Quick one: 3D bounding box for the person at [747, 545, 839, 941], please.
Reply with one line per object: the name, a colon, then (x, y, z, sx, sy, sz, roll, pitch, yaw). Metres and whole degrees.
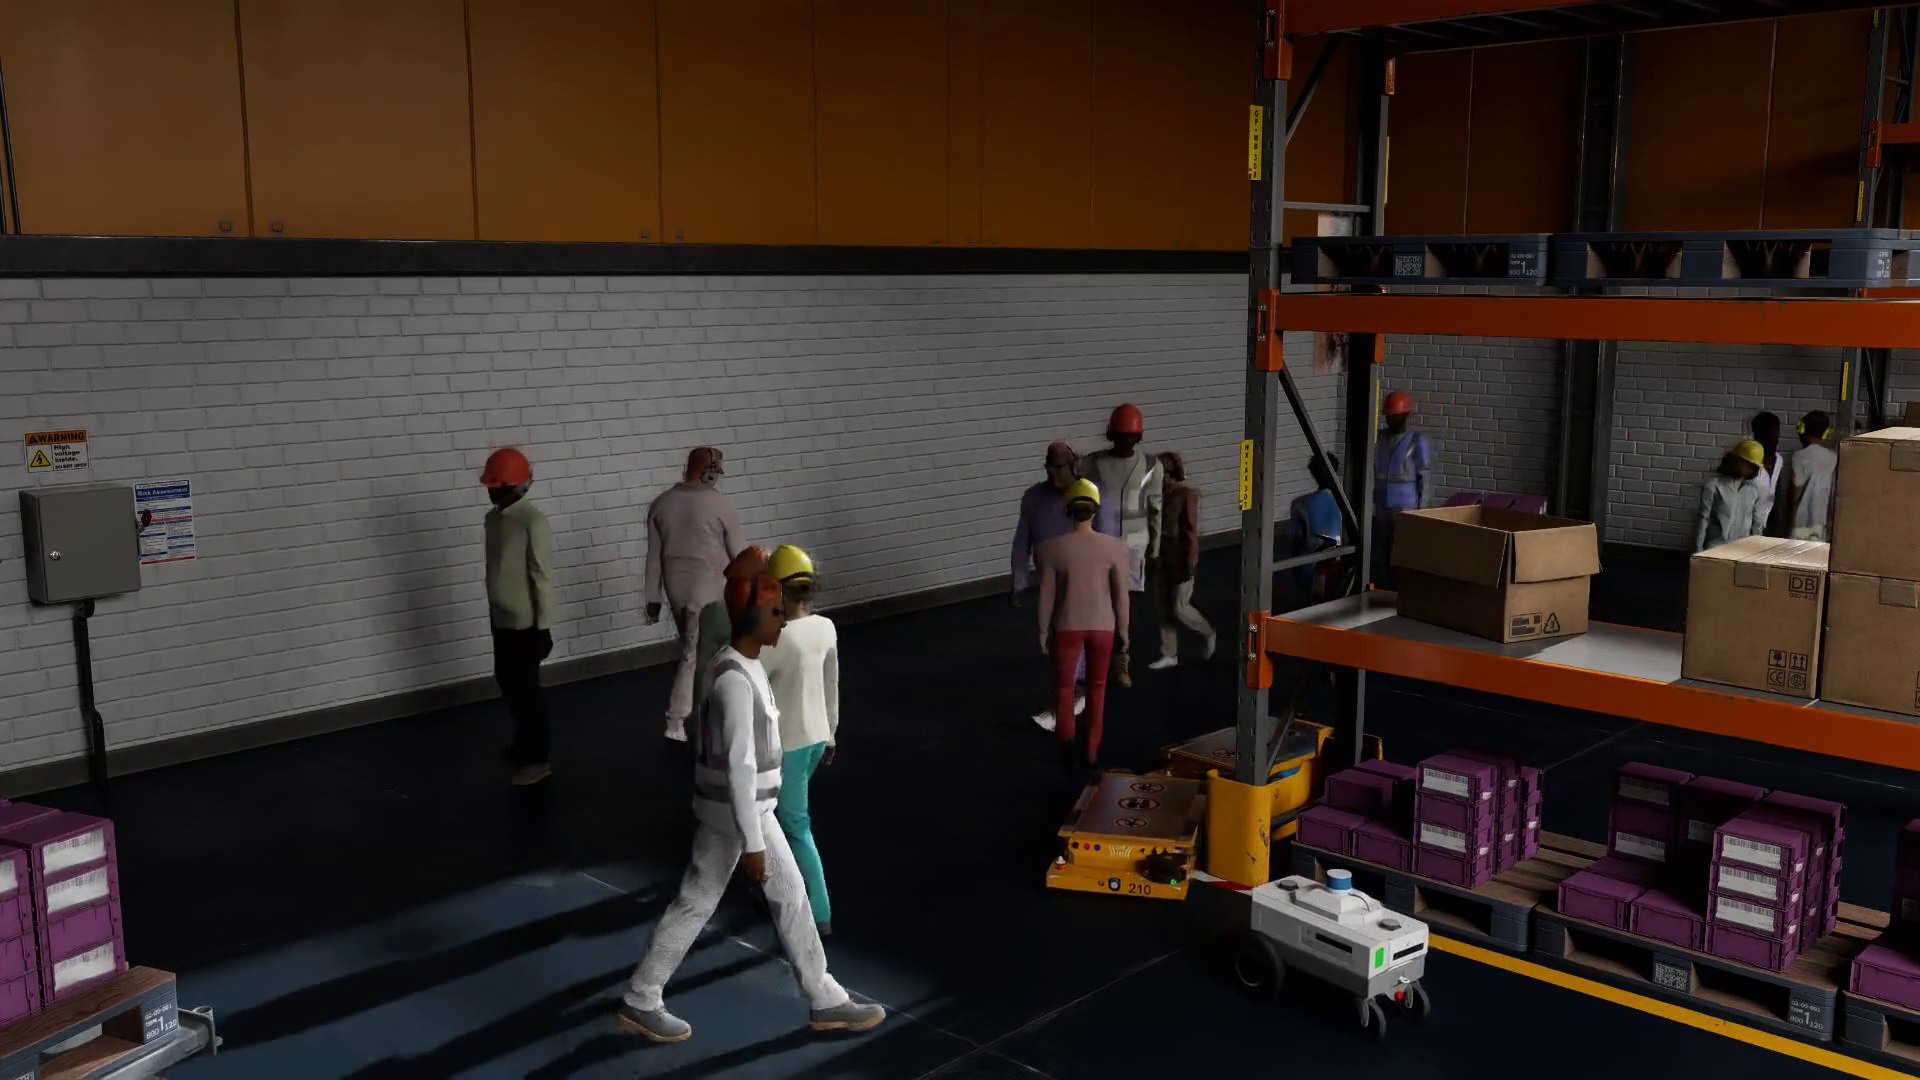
person: (-0.805, 0.897, 7.357, 0.666, 1.745, 0.541, 5, 11, 29)

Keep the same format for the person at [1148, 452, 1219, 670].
person: (1.631, 0.153, 12.231, 0.471, 1.620, 0.534, -5, 11, -29)

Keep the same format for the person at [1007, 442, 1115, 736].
person: (0.644, 0.298, 10.687, 0.647, 1.853, 1.038, 6, 11, 34)

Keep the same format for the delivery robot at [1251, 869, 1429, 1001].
delivery robot: (1.504, 1.556, 6.629, 0.477, 0.478, 0.707, -7, 11, -37)

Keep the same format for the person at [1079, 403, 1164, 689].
person: (1.126, 0.015, 11.896, 0.629, 2.019, 0.717, 0, 9, 0)

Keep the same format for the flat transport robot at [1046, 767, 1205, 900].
flat transport robot: (0.900, 1.453, 8.418, 0.652, 0.197, 1.431, 2, 10, 15)

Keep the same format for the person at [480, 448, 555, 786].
person: (-2.563, 0.430, 9.588, 0.508, 1.956, 0.794, -8, 12, -41)

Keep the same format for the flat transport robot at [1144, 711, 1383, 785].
flat transport robot: (1.774, 1.254, 9.635, 1.431, 0.197, 0.652, -8, 13, -42)

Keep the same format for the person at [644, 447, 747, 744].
person: (-1.662, 0.336, 10.510, 0.645, 1.844, 0.994, 4, 10, 25)

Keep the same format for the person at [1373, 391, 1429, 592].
person: (3.671, -0.309, 14.202, 0.570, 1.916, 0.624, 9, 13, 42)

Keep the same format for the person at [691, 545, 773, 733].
person: (-1.033, 0.830, 8.127, 0.581, 1.612, 0.407, -1, 9, -4)

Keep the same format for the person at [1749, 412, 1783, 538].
person: (6.153, -0.083, 13.006, 0.609, 1.863, 1.003, -7, 12, -37)

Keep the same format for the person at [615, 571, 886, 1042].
person: (-0.851, 1.025, 6.316, 1.042, 1.826, 0.603, 0, 9, -1)

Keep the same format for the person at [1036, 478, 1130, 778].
person: (0.715, 0.521, 9.632, 0.543, 1.743, 0.673, 0, 9, 0)

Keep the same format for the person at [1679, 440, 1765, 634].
person: (5.701, 0.081, 12.446, 0.523, 1.699, 0.569, -1, 9, -5)

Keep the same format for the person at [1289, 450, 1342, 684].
person: (2.584, 0.218, 11.715, 0.555, 1.673, 0.507, 3, 10, 17)

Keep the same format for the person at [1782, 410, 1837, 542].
person: (6.678, -0.107, 13.180, 0.532, 1.841, 0.407, -4, 10, -21)
